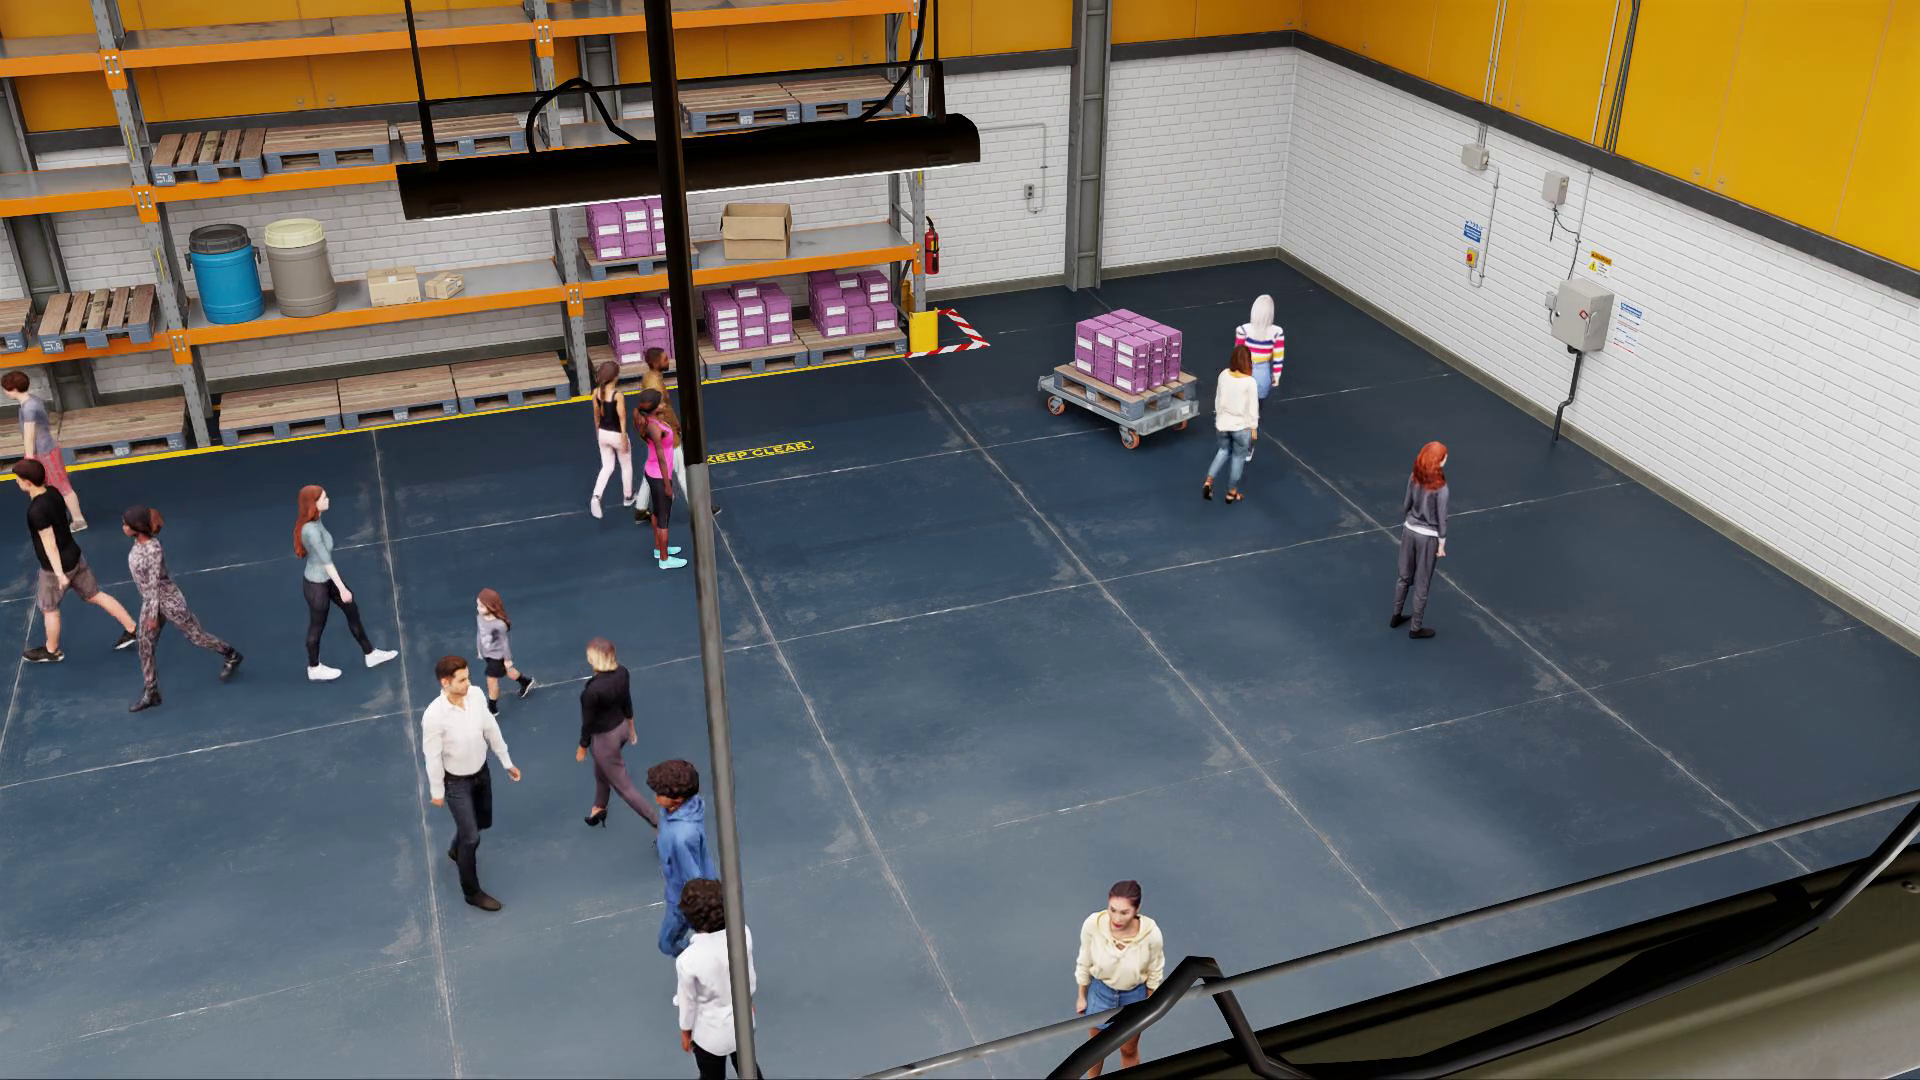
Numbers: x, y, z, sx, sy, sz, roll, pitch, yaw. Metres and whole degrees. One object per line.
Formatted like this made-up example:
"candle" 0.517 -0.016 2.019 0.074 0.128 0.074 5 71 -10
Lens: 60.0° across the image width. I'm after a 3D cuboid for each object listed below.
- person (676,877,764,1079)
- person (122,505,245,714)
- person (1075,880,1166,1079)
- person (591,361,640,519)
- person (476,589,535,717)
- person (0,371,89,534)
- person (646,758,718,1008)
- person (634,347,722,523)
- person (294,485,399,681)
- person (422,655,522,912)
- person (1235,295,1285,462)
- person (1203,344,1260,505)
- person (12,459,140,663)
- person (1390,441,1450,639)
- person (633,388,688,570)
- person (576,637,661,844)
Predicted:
"person" -1.295 2.608 9.094 0.627 1.804 0.763 -22 35 -34
"person" -6.161 0.500 13.101 0.976 1.666 1.247 22 36 35
"person" 0.888 2.567 9.348 0.677 1.631 0.788 6 29 11
"person" -3.343 -0.944 15.880 0.926 1.541 0.940 10 30 17
"person" -3.606 0.856 13.058 0.709 1.083 0.856 23 36 35
"person" -8.474 -0.819 15.557 0.733 1.630 0.675 -18 33 -29
"person" -1.564 2.063 10.108 0.700 1.789 0.742 -2 29 -3
"person" -2.874 -0.956 15.646 1.050 1.785 0.664 -12 31 -20
"person" -5.172 0.387 13.260 0.947 1.712 0.647 -7 29 -12
"person" -3.322 1.543 10.994 1.027 1.853 0.973 17 33 28
"person" 2.972 -1.600 16.809 0.787 1.802 0.865 3 29 5
"person" 2.590 -1.065 15.969 0.890 1.669 0.787 -25 37 -37
"person" -7.216 0.168 13.542 1.272 1.828 0.859 -4 29 -7
"person" 3.867 -0.014 13.926 0.545 1.779 0.622 -16 32 -27
"person" -2.719 -0.570 15.004 0.545 1.723 0.543 -9 30 -16
"person" -2.319 1.437 11.411 1.094 1.641 0.967 9 30 16
